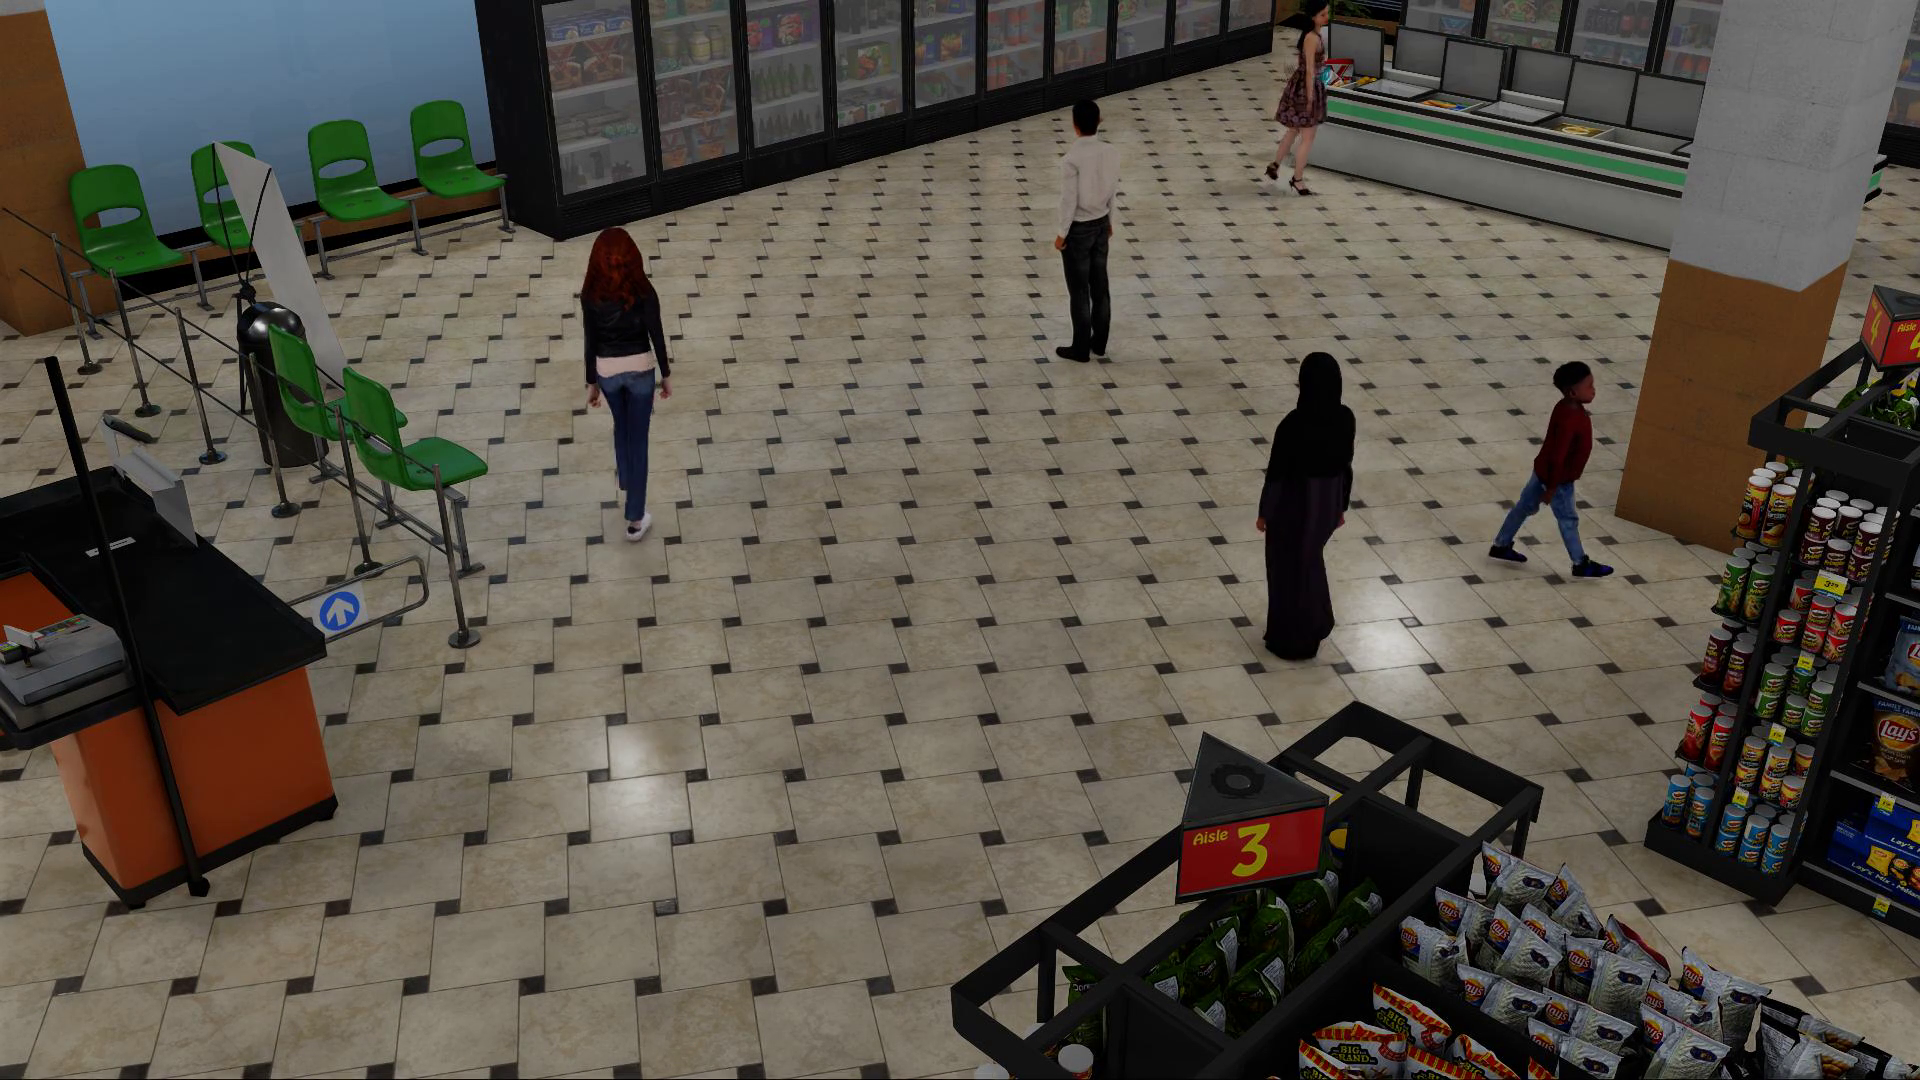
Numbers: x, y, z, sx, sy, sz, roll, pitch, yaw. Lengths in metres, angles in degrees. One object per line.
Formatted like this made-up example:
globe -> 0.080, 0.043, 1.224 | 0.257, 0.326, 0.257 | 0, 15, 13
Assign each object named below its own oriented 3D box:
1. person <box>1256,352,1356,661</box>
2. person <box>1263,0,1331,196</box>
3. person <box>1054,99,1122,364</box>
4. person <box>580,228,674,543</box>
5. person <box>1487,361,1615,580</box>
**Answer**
person -> 1.686, -0.117, 7.978 | 0.713, 1.608, 0.803 | -13, 31, -22
person -> 3.064, -3.957, 14.851 | 0.943, 1.762, 0.892 | -3, 29, -5
person -> 0.875, -2.112, 11.422 | 0.676, 1.810, 0.580 | -20, 35, -32
person -> -1.839, -0.806, 9.076 | 0.821, 1.765, 0.876 | 2, 29, 3
person -> 3.098, -0.362, 8.829 | 0.937, 1.222, 0.791 | 6, 29, 11
